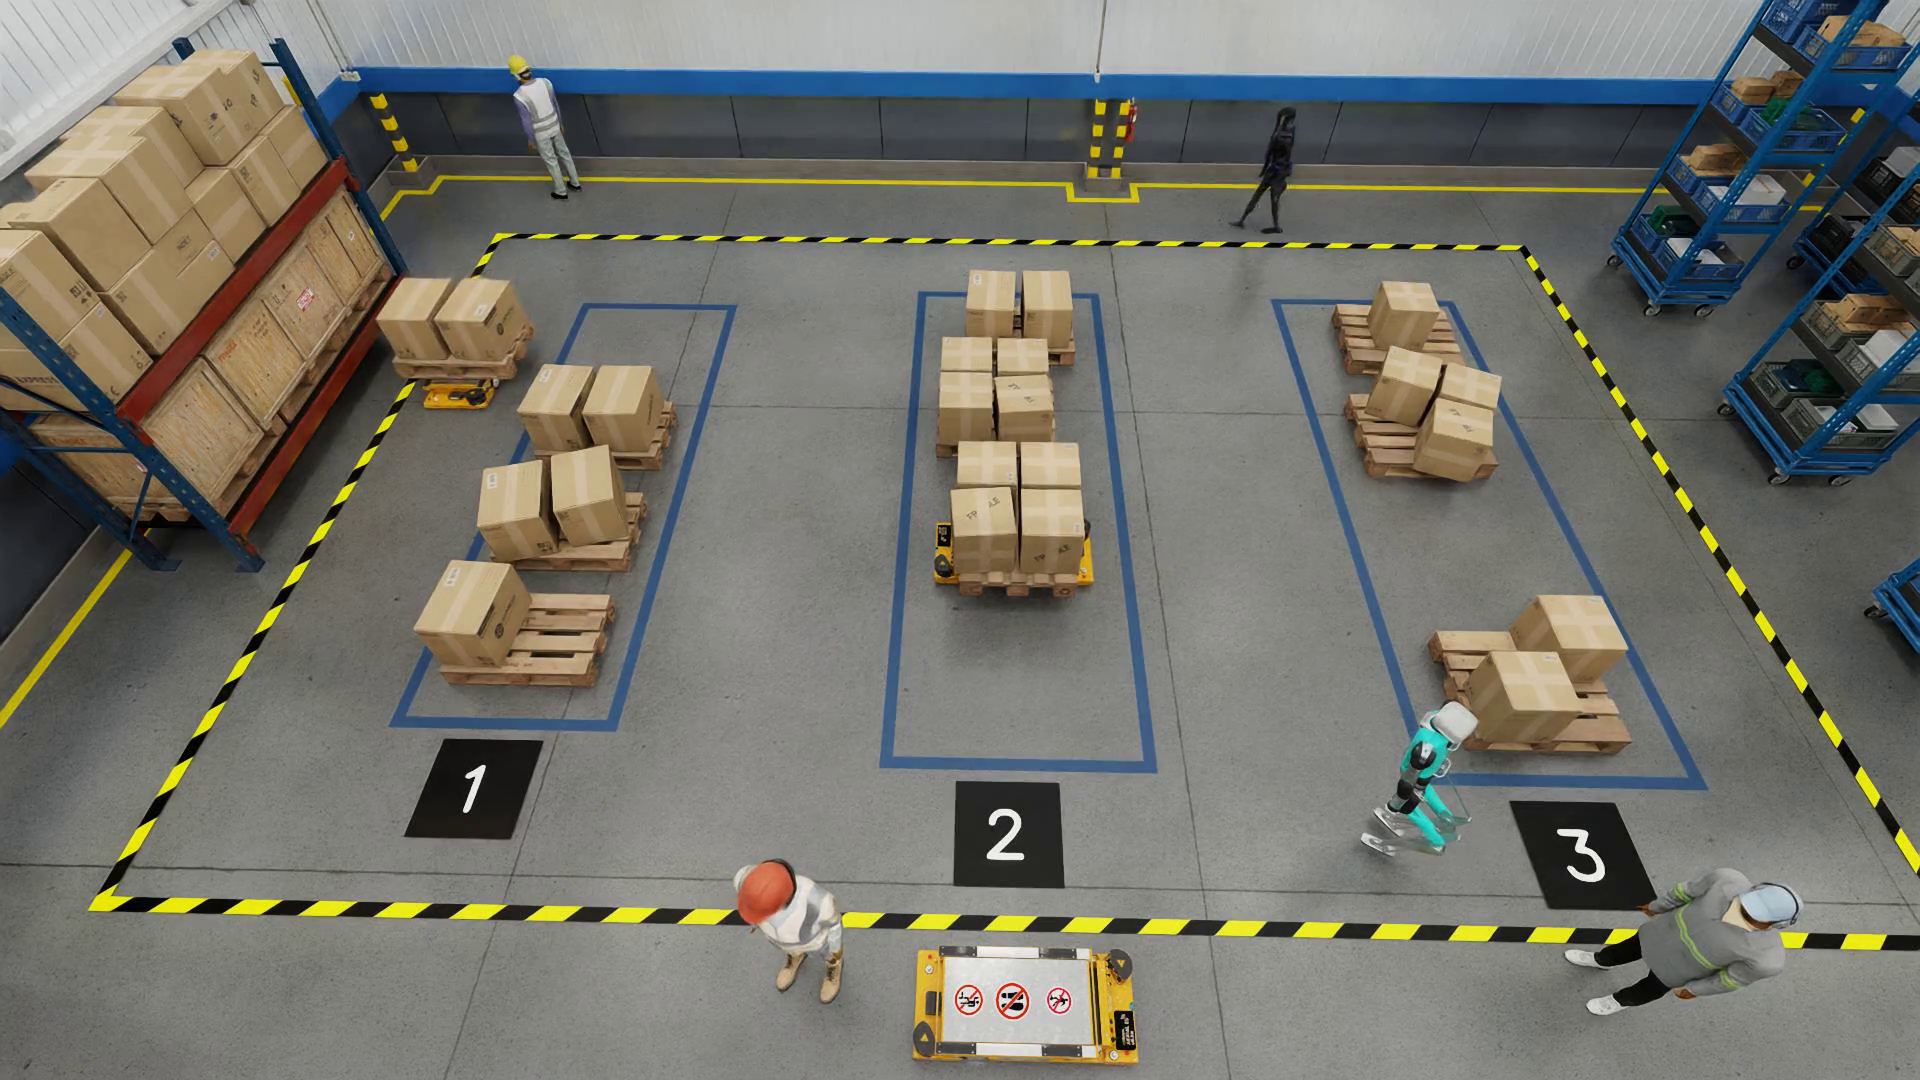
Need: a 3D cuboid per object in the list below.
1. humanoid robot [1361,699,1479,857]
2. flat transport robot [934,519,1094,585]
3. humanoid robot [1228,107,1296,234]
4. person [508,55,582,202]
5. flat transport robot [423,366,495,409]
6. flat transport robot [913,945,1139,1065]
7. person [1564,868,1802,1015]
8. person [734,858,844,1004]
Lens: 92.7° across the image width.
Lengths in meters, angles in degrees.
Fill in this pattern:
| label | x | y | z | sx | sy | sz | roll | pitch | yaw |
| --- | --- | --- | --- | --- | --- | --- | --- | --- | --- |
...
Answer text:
| label | x | y | z | sx | sy | sz | roll | pitch | yaw |
| --- | --- | --- | --- | --- | --- | --- | --- | --- | --- |
| humanoid robot | 3.168 | 1.700 | 6.065 | 0.735 | 1.677 | 0.533 | 35 | 59 | 25 |
| flat transport robot | 0.490 | 0.087 | 8.397 | 1.431 | 0.197 | 0.652 | 1 | 51 | 1 |
| humanoid robot | 3.823 | -4.494 | 11.257 | 0.705 | 1.635 | 0.610 | -5 | 51 | -4 |
| person | -5.348 | -5.271 | 11.779 | 0.403 | 1.823 | 0.588 | 24 | 55 | 18 |
| flat transport robot | -5.337 | -1.994 | 10.093 | 0.652 | 0.197 | 1.431 | 1 | 51 | 1 |
| flat transport robot | 0.422 | 3.041 | 6.007 | 1.431 | 0.231 | 0.659 | 1 | 51 | 1 |
| person | 4.313 | 2.427 | 5.486 | 0.371 | 1.852 | 0.588 | 0 | 51 | 0 |
| person | -0.986 | 2.340 | 5.441 | 0.610 | 2.032 | 0.398 | 14 | 52 | 11 |
